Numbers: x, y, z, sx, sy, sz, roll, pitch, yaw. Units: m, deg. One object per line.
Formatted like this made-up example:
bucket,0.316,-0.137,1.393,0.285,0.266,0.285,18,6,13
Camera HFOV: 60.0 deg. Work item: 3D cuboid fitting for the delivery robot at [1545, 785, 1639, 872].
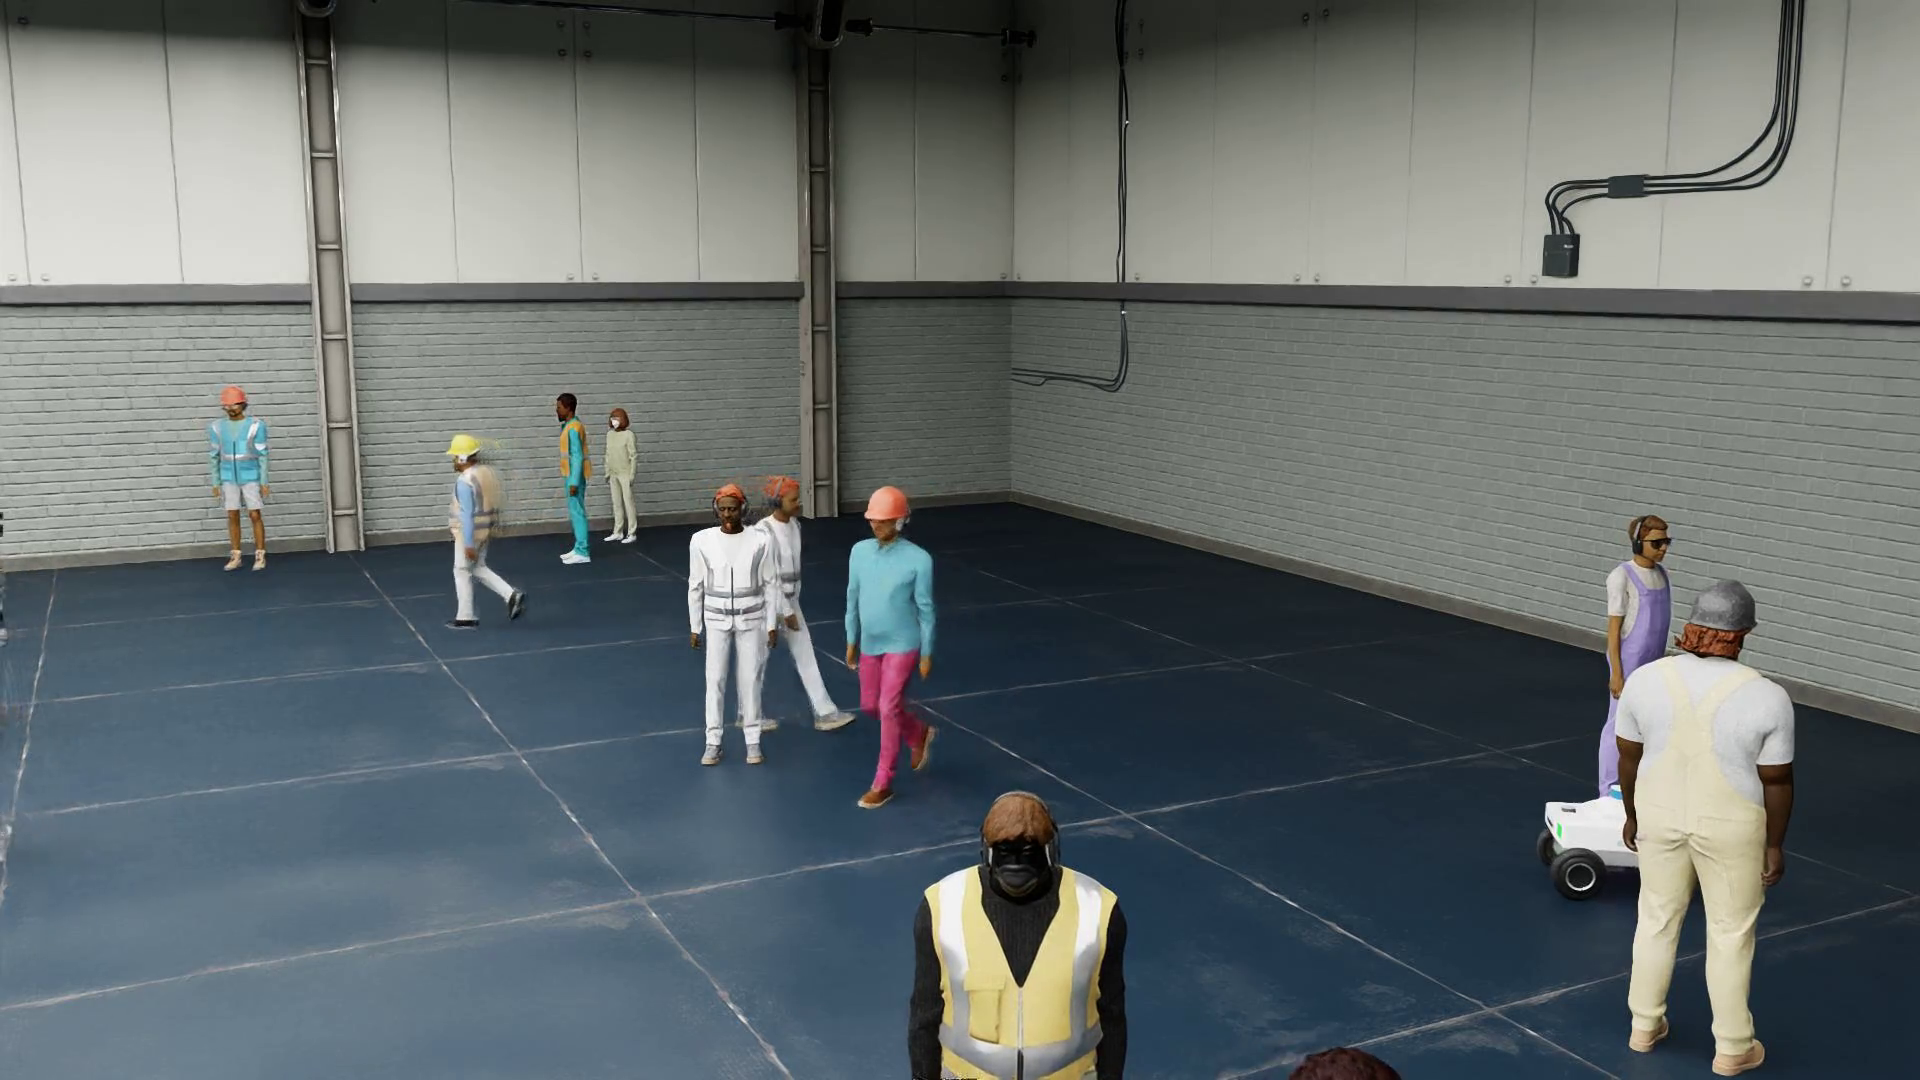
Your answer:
delivery robot,3.488,1.542,8.807,0.707,0.478,0.477,1,9,9

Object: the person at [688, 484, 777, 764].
person,-1.506,0.561,11.054,0.583,1.882,0.337,-1,9,-6

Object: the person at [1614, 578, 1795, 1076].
person,3.096,1.158,6.895,0.684,2.000,0.535,8,12,42

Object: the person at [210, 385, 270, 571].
person,-7.854,-0.669,18.149,0.613,2.043,0.380,-1,9,-5

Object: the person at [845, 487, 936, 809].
person,-0.406,0.630,10.360,0.635,1.971,0.817,7,11,35

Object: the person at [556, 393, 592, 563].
person,-4.329,-0.697,18.703,0.371,1.916,0.597,-3,10,-16

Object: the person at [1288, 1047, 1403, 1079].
person,0.745,1.846,3.067,0.789,1.895,0.606,0,9,2

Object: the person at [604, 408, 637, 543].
person,-4.101,-0.781,20.079,0.507,1.636,0.274,7,12,37

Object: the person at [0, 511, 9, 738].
person,-6.822,0.585,11.565,0.556,1.658,0.405,9,13,44

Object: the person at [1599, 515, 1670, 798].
person,4.050,0.763,9.929,0.508,1.846,0.345,-6,11,-34

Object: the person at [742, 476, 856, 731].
person,-1.186,0.476,11.705,0.932,1.838,0.567,5,11,29

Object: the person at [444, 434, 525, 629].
person,-4.380,-0.071,15.149,0.646,1.811,0.591,1,9,8

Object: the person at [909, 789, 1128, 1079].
person,0.167,1.604,4.761,0.626,1.843,0.430,0,9,1
